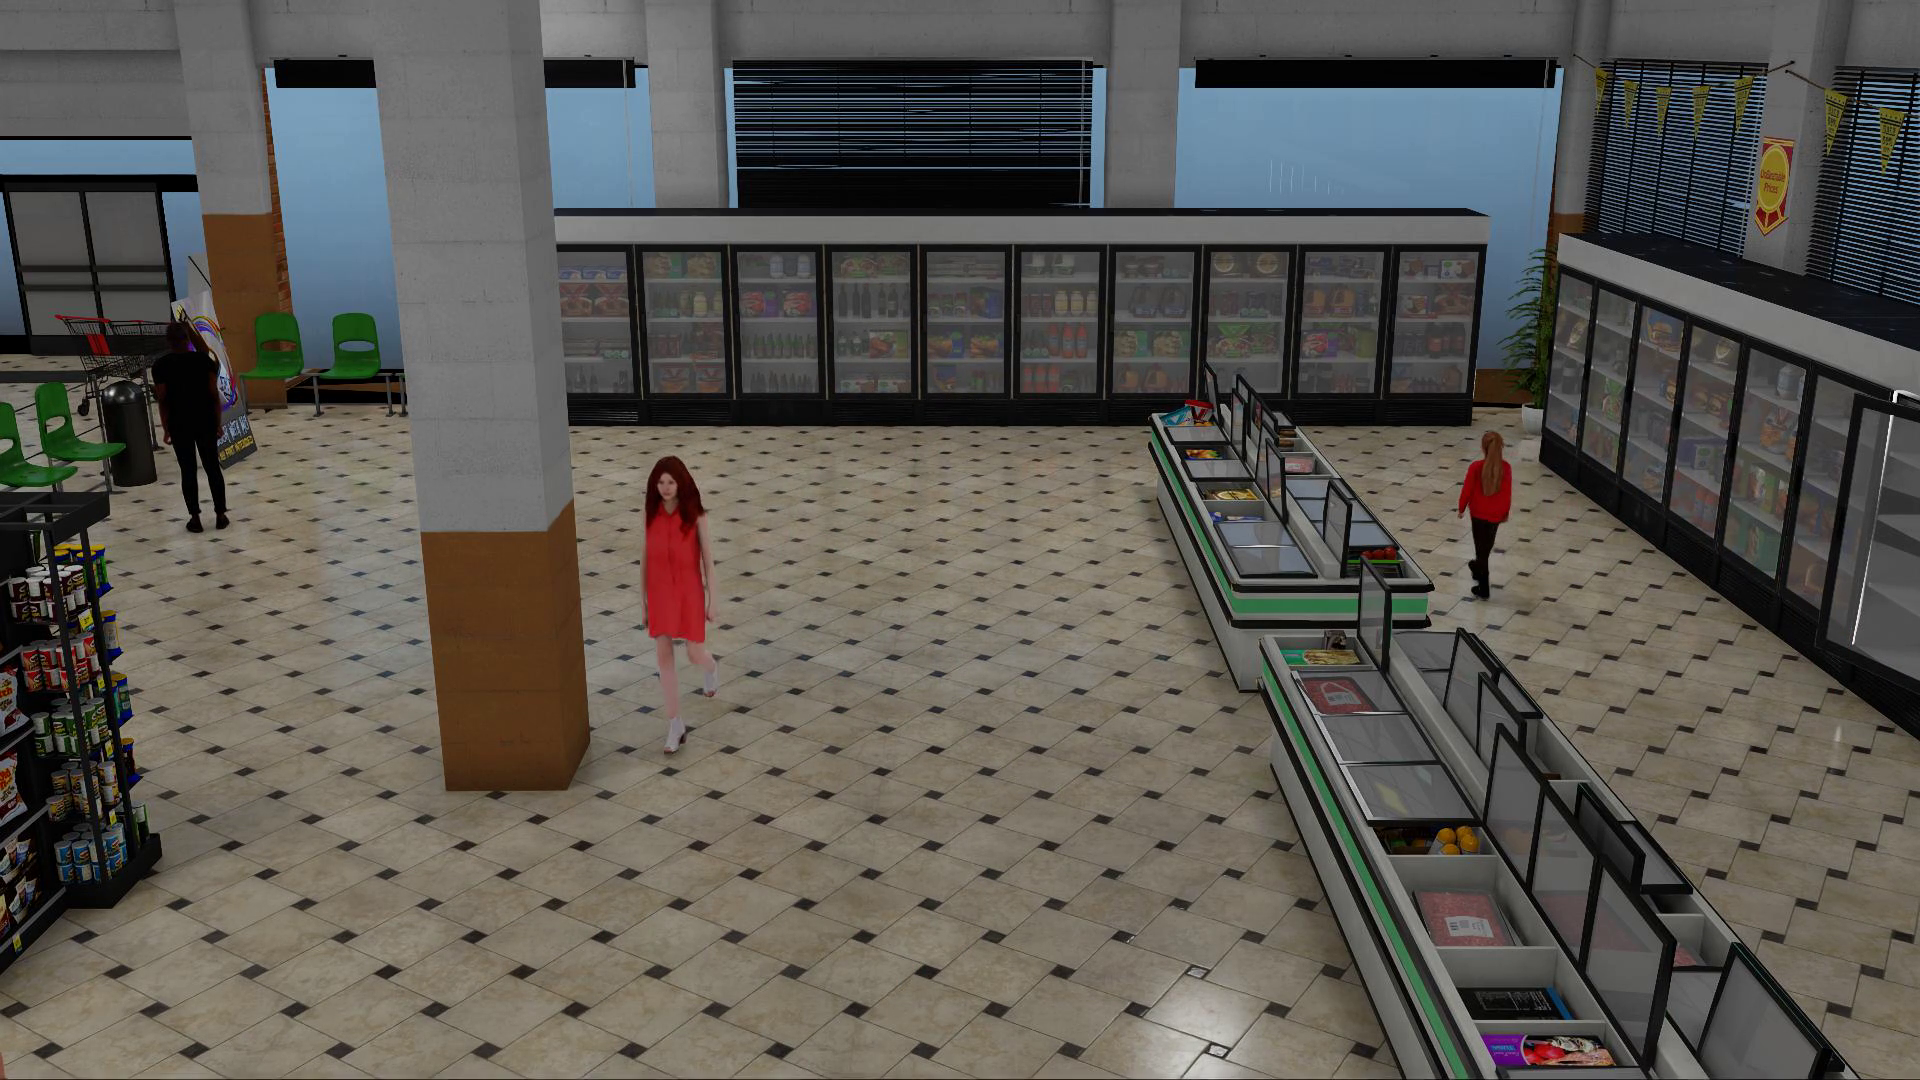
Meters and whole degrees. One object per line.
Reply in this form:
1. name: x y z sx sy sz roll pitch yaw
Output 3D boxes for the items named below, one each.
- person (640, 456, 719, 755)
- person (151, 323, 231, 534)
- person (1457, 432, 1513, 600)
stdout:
1. person: -1.667 0.359 10.001 0.694 1.807 0.972 3 17 9
2. person: -6.630 -0.975 14.374 0.751 1.818 0.746 -9 19 -28
3. person: 4.037 -0.171 12.695 0.525 1.256 0.846 -1 17 -3
